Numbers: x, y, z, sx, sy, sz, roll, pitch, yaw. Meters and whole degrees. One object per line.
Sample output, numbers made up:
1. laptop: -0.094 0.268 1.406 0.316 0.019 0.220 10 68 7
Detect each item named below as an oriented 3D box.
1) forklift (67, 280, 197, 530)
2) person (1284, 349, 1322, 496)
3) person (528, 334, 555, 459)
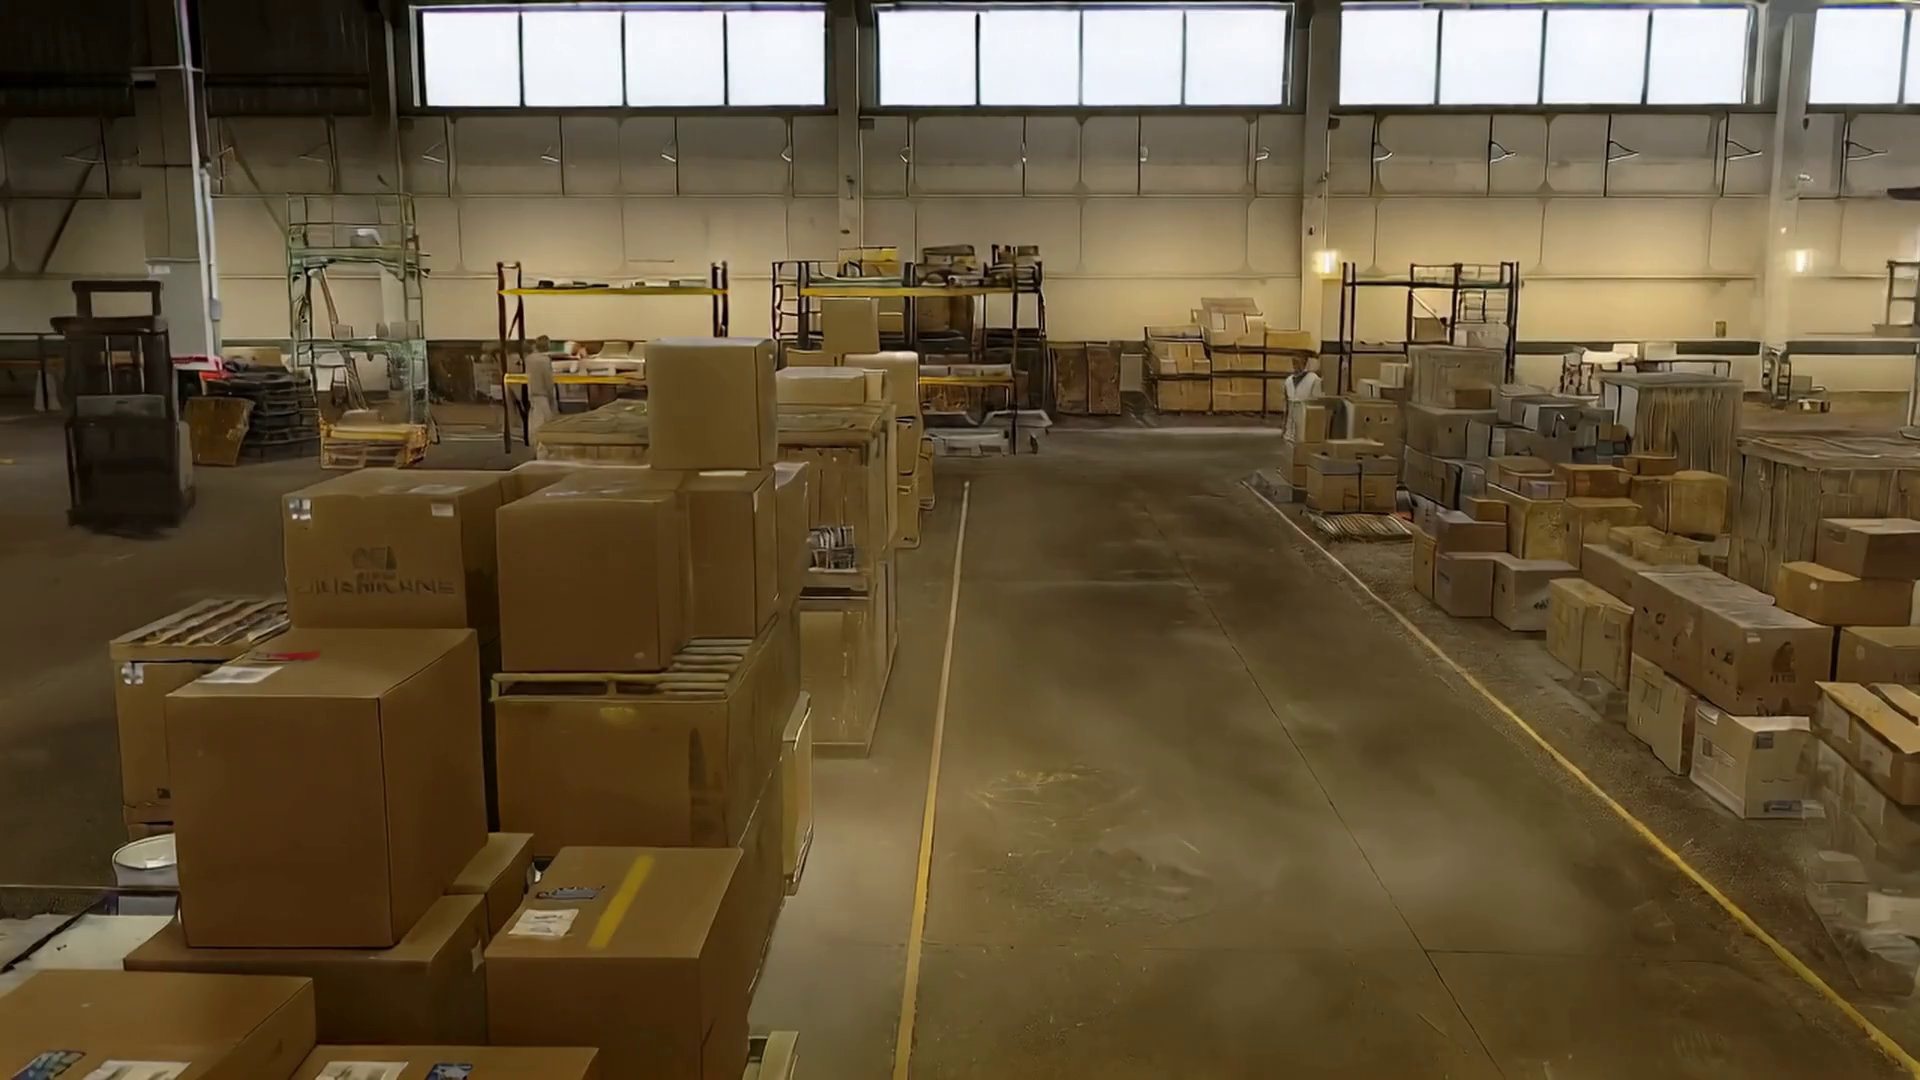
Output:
1. forklift: -9.751 -1.647 19.498 1.129 2.768 1.873 -3 10 -16
2. person: 4.486 -1.542 21.758 0.387 1.918 0.593 -5 11 -27
3. person: -6.418 -2.196 25.601 0.356 1.938 0.633 -8 12 -40
